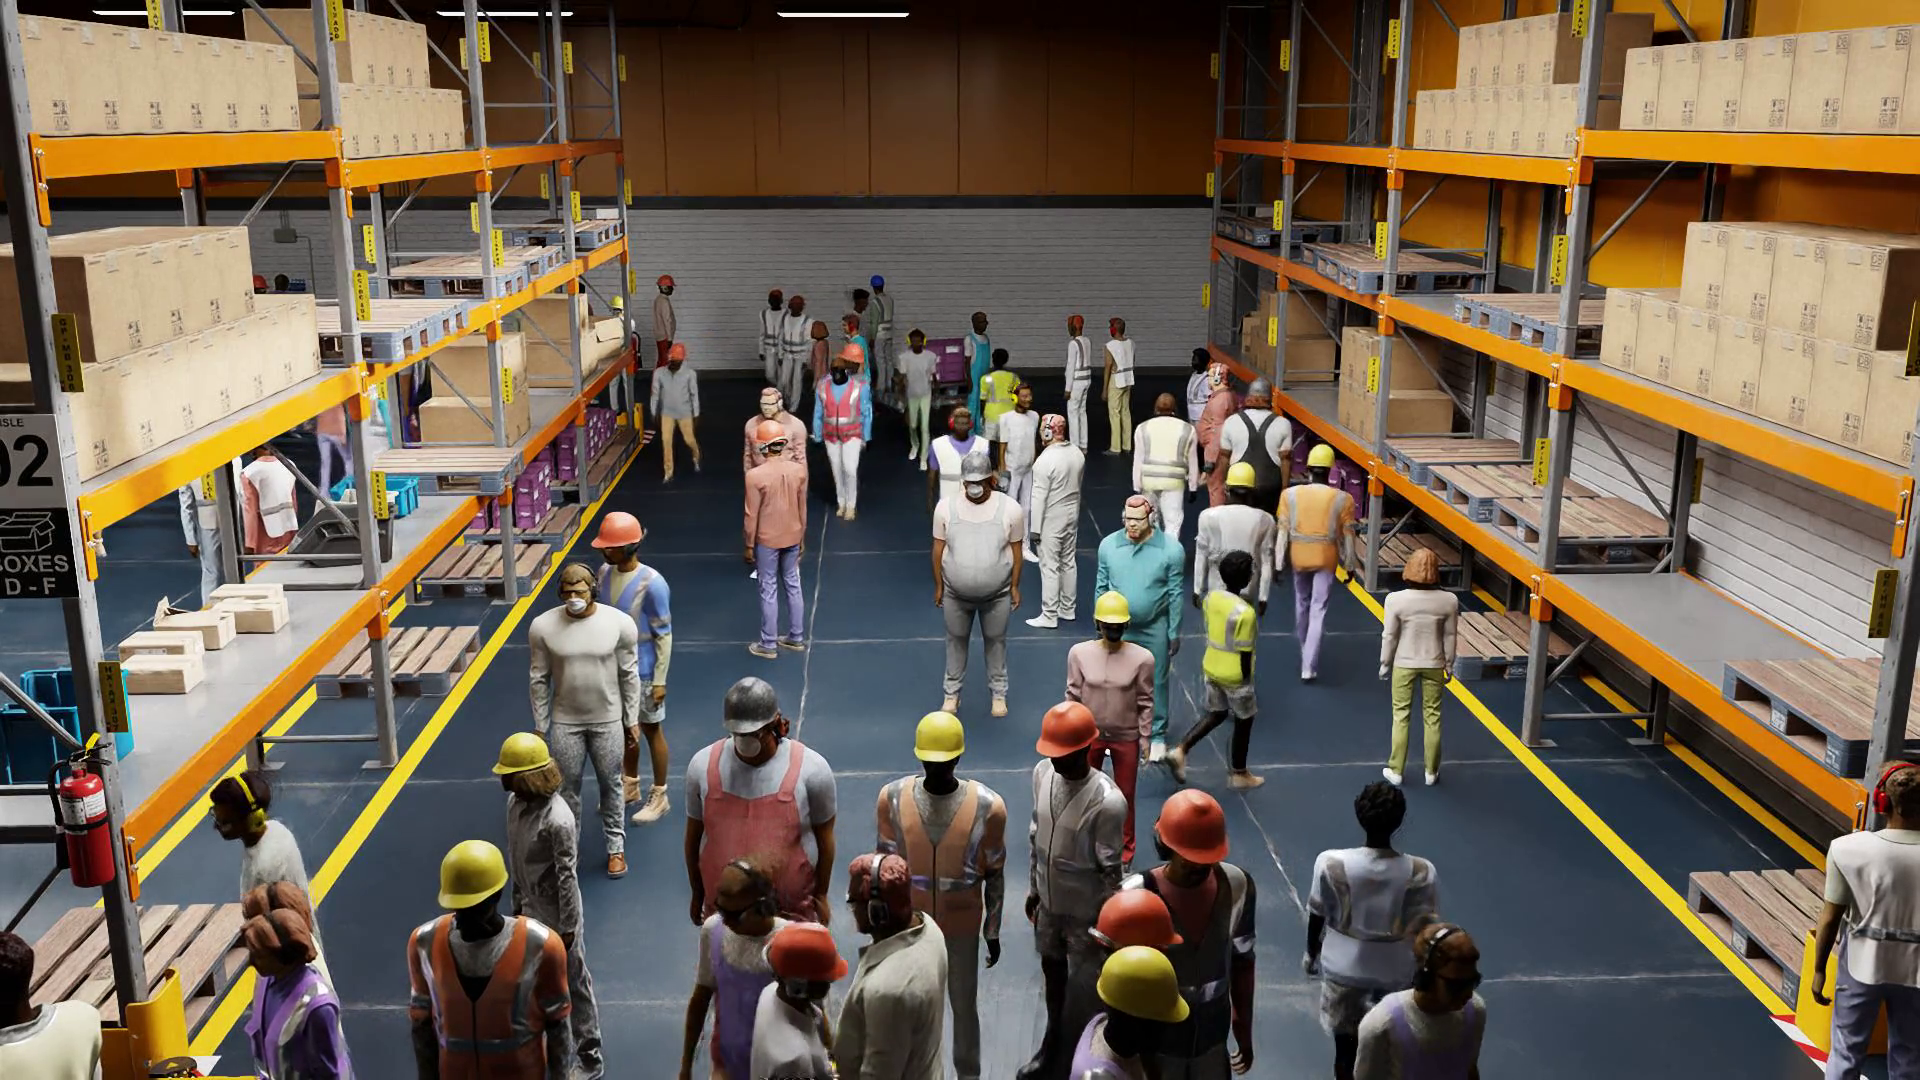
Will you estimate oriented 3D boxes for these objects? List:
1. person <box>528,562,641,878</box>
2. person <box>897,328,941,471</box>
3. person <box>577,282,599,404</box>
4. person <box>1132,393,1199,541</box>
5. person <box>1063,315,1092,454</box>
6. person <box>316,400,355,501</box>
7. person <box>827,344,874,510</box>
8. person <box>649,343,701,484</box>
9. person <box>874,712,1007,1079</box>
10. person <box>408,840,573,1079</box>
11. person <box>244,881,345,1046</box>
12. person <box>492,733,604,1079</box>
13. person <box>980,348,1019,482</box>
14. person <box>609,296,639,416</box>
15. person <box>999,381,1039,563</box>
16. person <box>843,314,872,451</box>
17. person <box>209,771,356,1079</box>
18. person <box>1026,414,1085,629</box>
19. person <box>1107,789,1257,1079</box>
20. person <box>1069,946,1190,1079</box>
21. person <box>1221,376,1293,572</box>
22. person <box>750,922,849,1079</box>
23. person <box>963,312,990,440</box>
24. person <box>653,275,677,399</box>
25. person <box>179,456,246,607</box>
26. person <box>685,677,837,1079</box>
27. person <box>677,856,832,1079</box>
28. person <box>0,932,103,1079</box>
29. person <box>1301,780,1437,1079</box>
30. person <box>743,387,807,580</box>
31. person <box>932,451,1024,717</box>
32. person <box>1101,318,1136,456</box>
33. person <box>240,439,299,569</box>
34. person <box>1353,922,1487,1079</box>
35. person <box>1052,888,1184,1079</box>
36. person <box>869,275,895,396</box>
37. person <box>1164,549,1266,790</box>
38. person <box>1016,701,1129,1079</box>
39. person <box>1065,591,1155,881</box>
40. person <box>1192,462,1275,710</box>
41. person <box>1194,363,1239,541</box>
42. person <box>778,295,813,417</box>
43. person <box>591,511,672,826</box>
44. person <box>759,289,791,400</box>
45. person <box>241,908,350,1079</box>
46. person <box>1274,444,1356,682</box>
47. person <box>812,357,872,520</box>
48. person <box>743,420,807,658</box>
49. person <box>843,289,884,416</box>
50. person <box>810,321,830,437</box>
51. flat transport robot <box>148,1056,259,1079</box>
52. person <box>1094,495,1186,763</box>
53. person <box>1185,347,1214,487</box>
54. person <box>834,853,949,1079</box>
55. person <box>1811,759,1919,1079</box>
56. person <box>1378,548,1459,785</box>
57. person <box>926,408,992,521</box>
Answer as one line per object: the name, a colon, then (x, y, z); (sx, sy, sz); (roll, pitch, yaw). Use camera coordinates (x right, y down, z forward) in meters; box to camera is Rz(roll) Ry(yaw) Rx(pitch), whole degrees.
person: (-2.189, 1.058, 9.766); (0.633, 1.938, 0.356); (-2, 14, -7)
person: (-0.530, -1.859, 21.481); (0.561, 1.825, 0.912); (1, 14, 3)
person: (-5.878, -3.090, 26.125); (0.397, 1.910, 0.587); (-5, 15, -19)
person: (1.997, -0.517, 16.257); (0.643, 1.803, 0.778); (2, 14, 9)
person: (1.559, -2.052, 22.104); (0.359, 1.876, 0.589); (7, 16, 27)
person: (-7.194, -1.217, 19.130); (0.528, 1.714, 0.655); (7, 16, 24)
person: (-1.224, -1.296, 19.069); (0.557, 1.904, 0.777); (-10, 17, -34)
person: (-3.531, -1.602, 20.653); (0.619, 1.721, 0.724); (0, 14, 1)
person: (-0.091, 1.673, 7.372); (0.588, 1.930, 0.364); (2, 14, 7)
person: (-1.719, 1.992, 6.123); (0.589, 1.928, 0.384); (1, 14, 2)
person: (-2.527, 2.070, 6.414); (0.312, 1.632, 0.525); (-6, 16, -23)
person: (-1.919, 1.703, 7.654); (0.360, 1.736, 0.488); (-14, 20, -43)
person: (0.513, -1.508, 20.389); (0.534, 1.675, 0.625); (-7, 16, -24)
person: (-5.068, -2.715, 24.818); (0.595, 1.827, 0.403); (3, 15, 13)
person: (0.615, -0.664, 16.713); (0.556, 1.877, 0.446); (-11, 18, -37)
person: (-1.384, -2.124, 22.450); (0.377, 1.841, 0.567); (-2, 14, -8)
person: (-2.839, 1.815, 7.028); (0.520, 1.840, 0.581); (-4, 15, -15)
person: (0.822, -0.169, 14.666); (0.399, 1.902, 0.643); (11, 18, 37)
person: (0.847, 1.890, 6.327); (0.611, 2.032, 0.411); (-4, 15, -16)
person: (0.524, 2.186, 5.398); (0.394, 1.913, 0.591); (3, 15, 10)
person: (2.858, -0.607, 16.100); (0.685, 2.000, 0.961); (3, 15, 12)
person: (-0.537, 2.150, 5.961); (0.893, 1.698, 0.580); (-1, 14, -5)
person: (0.258, -2.198, 22.740); (0.345, 1.846, 0.508); (10, 17, 35)
person: (-4.663, -3.210, 26.414); (0.393, 1.990, 0.623); (-6, 16, -24)
person: (-6.410, -0.089, 14.341); (0.401, 1.908, 0.598); (9, 17, 33)
person: (-0.910, 1.587, 7.490); (0.688, 2.000, 0.536); (1, 14, 4)
person: (-0.801, 2.028, 6.280); (0.515, 1.771, 1.050); (8, 17, 30)
person: (-3.001, 2.176, 5.446); (0.391, 1.911, 0.586); (3, 15, 12)
person: (1.764, 1.832, 7.246); (0.543, 1.681, 0.545); (1, 14, 4)
person: (-1.804, -0.541, 16.136); (0.647, 1.899, 0.402); (3, 15, 12)
person: (0.127, 0.333, 12.410); (0.689, 2.000, 0.538); (1, 14, 4)
person: (2.118, -2.026, 22.089); (0.385, 1.838, 0.567); (14, 20, 43)
person: (-5.852, -0.050, 14.189); (0.396, 1.908, 0.599); (4, 15, 16)
person: (1.555, 2.115, 5.917); (0.532, 1.802, 0.926); (-7, 16, -26)
person: (0.543, 2.111, 5.645); (1.095, 1.932, 0.650); (-3, 15, -12)
person: (-1.283, -3.303, 26.881); (0.402, 1.943, 0.605); (8, 16, 28)
person: (1.729, 0.878, 10.994); (0.635, 1.676, 0.537); (-6, 16, -23)
person: (0.493, 1.635, 7.540); (0.389, 1.925, 0.550); (-12, 18, -39)
person: (0.869, 1.152, 9.739); (0.526, 1.772, 0.304); (2, 14, 10)
person: (2.083, 0.363, 12.593); (0.597, 1.896, 0.729); (-1, 14, -5)
person: (2.709, -0.928, 17.630); (0.408, 1.908, 0.643); (5, 15, 19)
person: (-2.474, -2.711, 24.734); (0.622, 1.858, 0.458); (5, 15, 20)
person: (-2.086, 0.809, 10.547); (0.609, 2.040, 0.394); (11, 18, 38)
person: (-2.795, -2.927, 25.558); (0.587, 1.865, 0.631); (3, 15, 11)
person: (-2.436, 2.123, 6.201); (0.529, 1.631, 0.312); (13, 19, 41)
person: (2.877, 0.156, 13.445); (0.610, 1.871, 1.012); (6, 15, 22)
person: (-1.350, -1.123, 18.561); (0.661, 1.820, 0.670); (3, 15, 12)
person: (-1.546, -0.011, 13.882); (0.613, 1.987, 0.408); (-14, 20, -43)
person: (-1.469, -2.764, 24.807); (0.813, 1.933, 0.710); (2, 14, 6)
person: (-1.971, -2.266, 23.419); (0.280, 1.636, 0.502); (2, 14, 9)
flat transport robot: (-3.316, 2.624, 6.947); (0.652, 0.197, 1.431); (0, 14, -1)
person: (1.236, 0.612, 11.611); (0.645, 1.900, 0.399); (5, 15, 20)
person: (2.924, -1.502, 20.298); (0.321, 1.697, 0.529); (-4, 15, -14)
person: (-0.256, 2.031, 6.050); (0.400, 1.895, 0.654); (2, 14, 9)
person: (3.878, 1.824, 6.972); (0.561, 1.836, 0.397); (3, 15, 13)
person: (3.070, 0.855, 11.172); (0.499, 1.634, 0.279); (1, 14, 4)
person: (0.002, -0.365, 15.649); (0.600, 1.791, 0.991); (-3, 15, -13)
